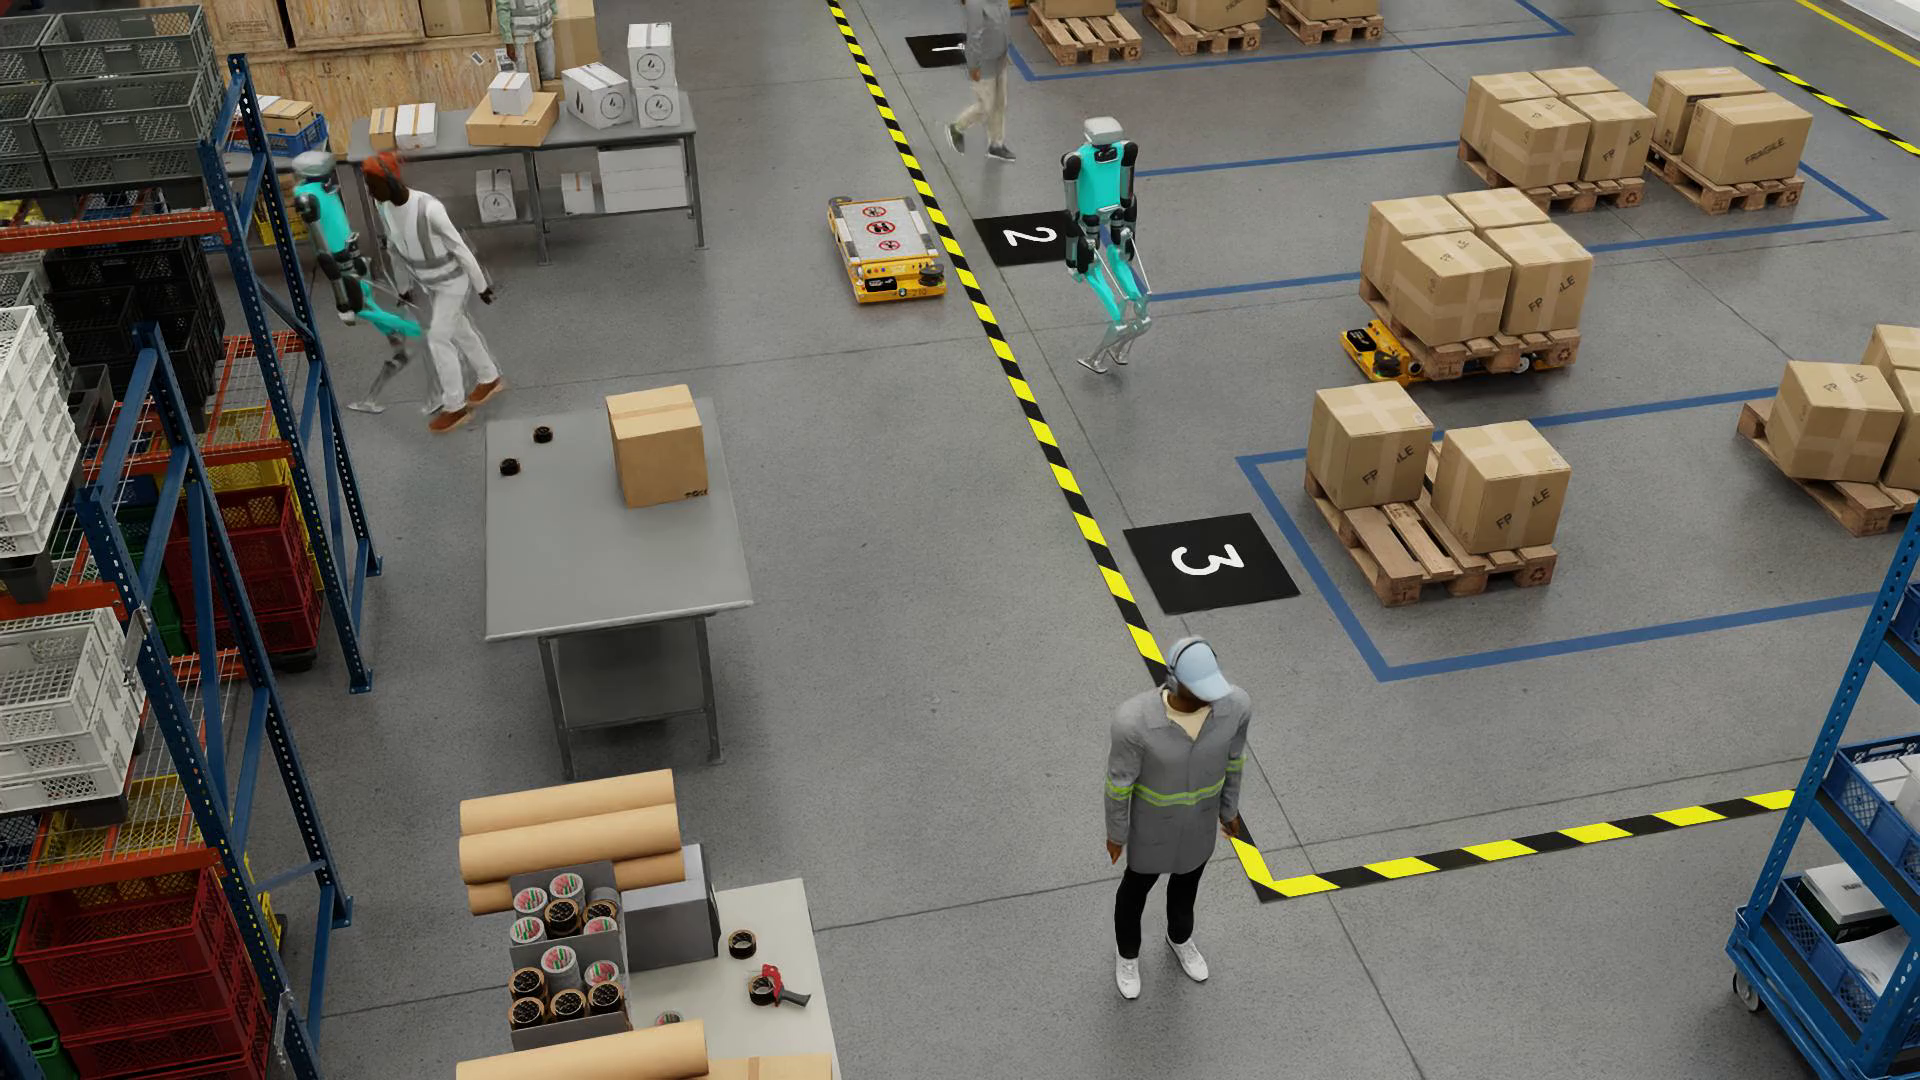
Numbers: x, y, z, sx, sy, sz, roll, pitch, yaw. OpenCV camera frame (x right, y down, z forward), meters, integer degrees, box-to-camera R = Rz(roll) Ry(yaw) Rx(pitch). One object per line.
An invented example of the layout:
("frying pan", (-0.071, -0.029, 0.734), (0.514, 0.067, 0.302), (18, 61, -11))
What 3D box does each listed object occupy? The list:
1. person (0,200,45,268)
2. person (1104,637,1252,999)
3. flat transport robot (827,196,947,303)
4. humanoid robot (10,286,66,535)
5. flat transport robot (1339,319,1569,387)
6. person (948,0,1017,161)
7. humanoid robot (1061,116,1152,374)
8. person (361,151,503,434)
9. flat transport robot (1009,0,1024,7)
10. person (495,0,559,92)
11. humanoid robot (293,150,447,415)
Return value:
("person", (-5.543, -1.308, 10.037), (0.633, 1.797, 0.605), (28, 45, 32))
("person", (0.868, 1.126, 6.713), (0.596, 1.852, 0.378), (-10, 38, -13))
("flat transport robot", (-0.570, -2.220, 12.538), (0.659, 0.231, 1.431), (-8, 37, -10))
("humanoid robot", (-5.274, -0.794, 9.433), (0.340, 1.647, 0.601), (-18, 40, -23))
("flat transport robot", (3.395, -1.356, 11.354), (1.431, 0.197, 0.652), (-8, 37, -10))
("person", (0.217, -3.952, 13.608), (0.487, 1.753, 0.583), (19, 41, 24))
("humanoid robot", (1.000, -1.815, 10.650), (0.533, 1.677, 0.735), (-18, 40, -22))
("person", (-3.282, -1.571, 10.356), (0.603, 1.829, 0.804), (26, 44, 30))
("flat transport robot", (0.976, -5.803, 17.330), (1.431, 0.197, 0.652), (-8, 37, -10))
("person", (-3.560, -4.223, 13.833), (0.412, 1.939, 0.602), (24, 43, 29))
("humanoid robot", (-3.574, -1.586, 10.472), (0.892, 1.776, 0.581), (0, 37, -1))
